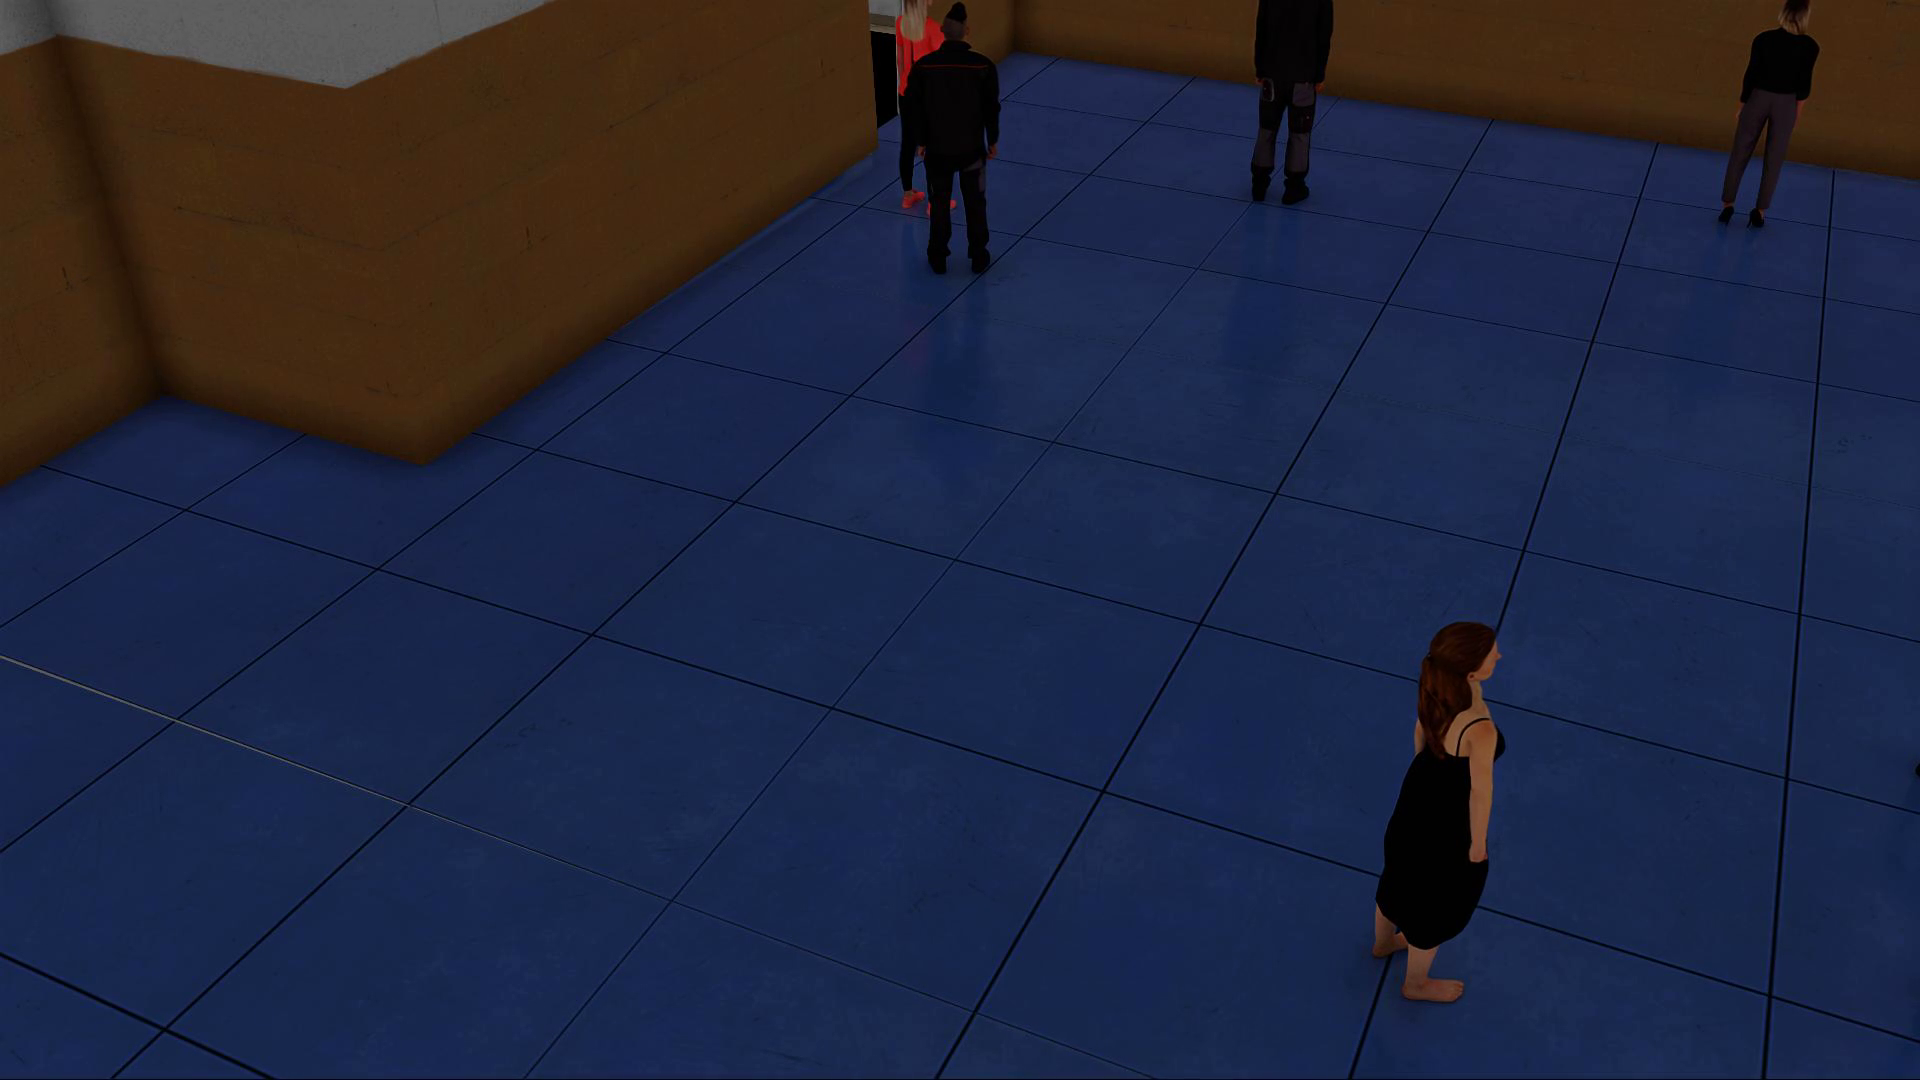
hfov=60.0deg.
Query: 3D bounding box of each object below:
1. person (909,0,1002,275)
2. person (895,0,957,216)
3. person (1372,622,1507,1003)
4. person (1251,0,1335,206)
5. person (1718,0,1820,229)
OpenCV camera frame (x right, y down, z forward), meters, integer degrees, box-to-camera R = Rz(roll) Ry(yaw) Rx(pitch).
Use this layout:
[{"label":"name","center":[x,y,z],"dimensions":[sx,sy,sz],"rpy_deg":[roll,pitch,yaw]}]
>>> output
[{"label":"person","center":[-0.023,-2.686,11.130],"dimensions":[0.729,1.861,0.908],"rpy_deg":[1,34,2]},{"label":"person","center":[-0.286,-3.224,12.111],"dimensions":[0.561,1.693,0.707],"rpy_deg":[25,41,33]},{"label":"person","center":[1.693,0.955,5.891],"dimensions":[0.729,1.624,0.676],"rpy_deg":[-9,35,-13]},{"label":"person","center":[2.419,-3.434,12.198],"dimensions":[0.529,1.946,0.763],"rpy_deg":[12,36,18]},{"label":"person","center":[5.761,-3.037,11.851],"dimensions":[0.480,1.672,0.667],"rpy_deg":[17,37,24]}]
